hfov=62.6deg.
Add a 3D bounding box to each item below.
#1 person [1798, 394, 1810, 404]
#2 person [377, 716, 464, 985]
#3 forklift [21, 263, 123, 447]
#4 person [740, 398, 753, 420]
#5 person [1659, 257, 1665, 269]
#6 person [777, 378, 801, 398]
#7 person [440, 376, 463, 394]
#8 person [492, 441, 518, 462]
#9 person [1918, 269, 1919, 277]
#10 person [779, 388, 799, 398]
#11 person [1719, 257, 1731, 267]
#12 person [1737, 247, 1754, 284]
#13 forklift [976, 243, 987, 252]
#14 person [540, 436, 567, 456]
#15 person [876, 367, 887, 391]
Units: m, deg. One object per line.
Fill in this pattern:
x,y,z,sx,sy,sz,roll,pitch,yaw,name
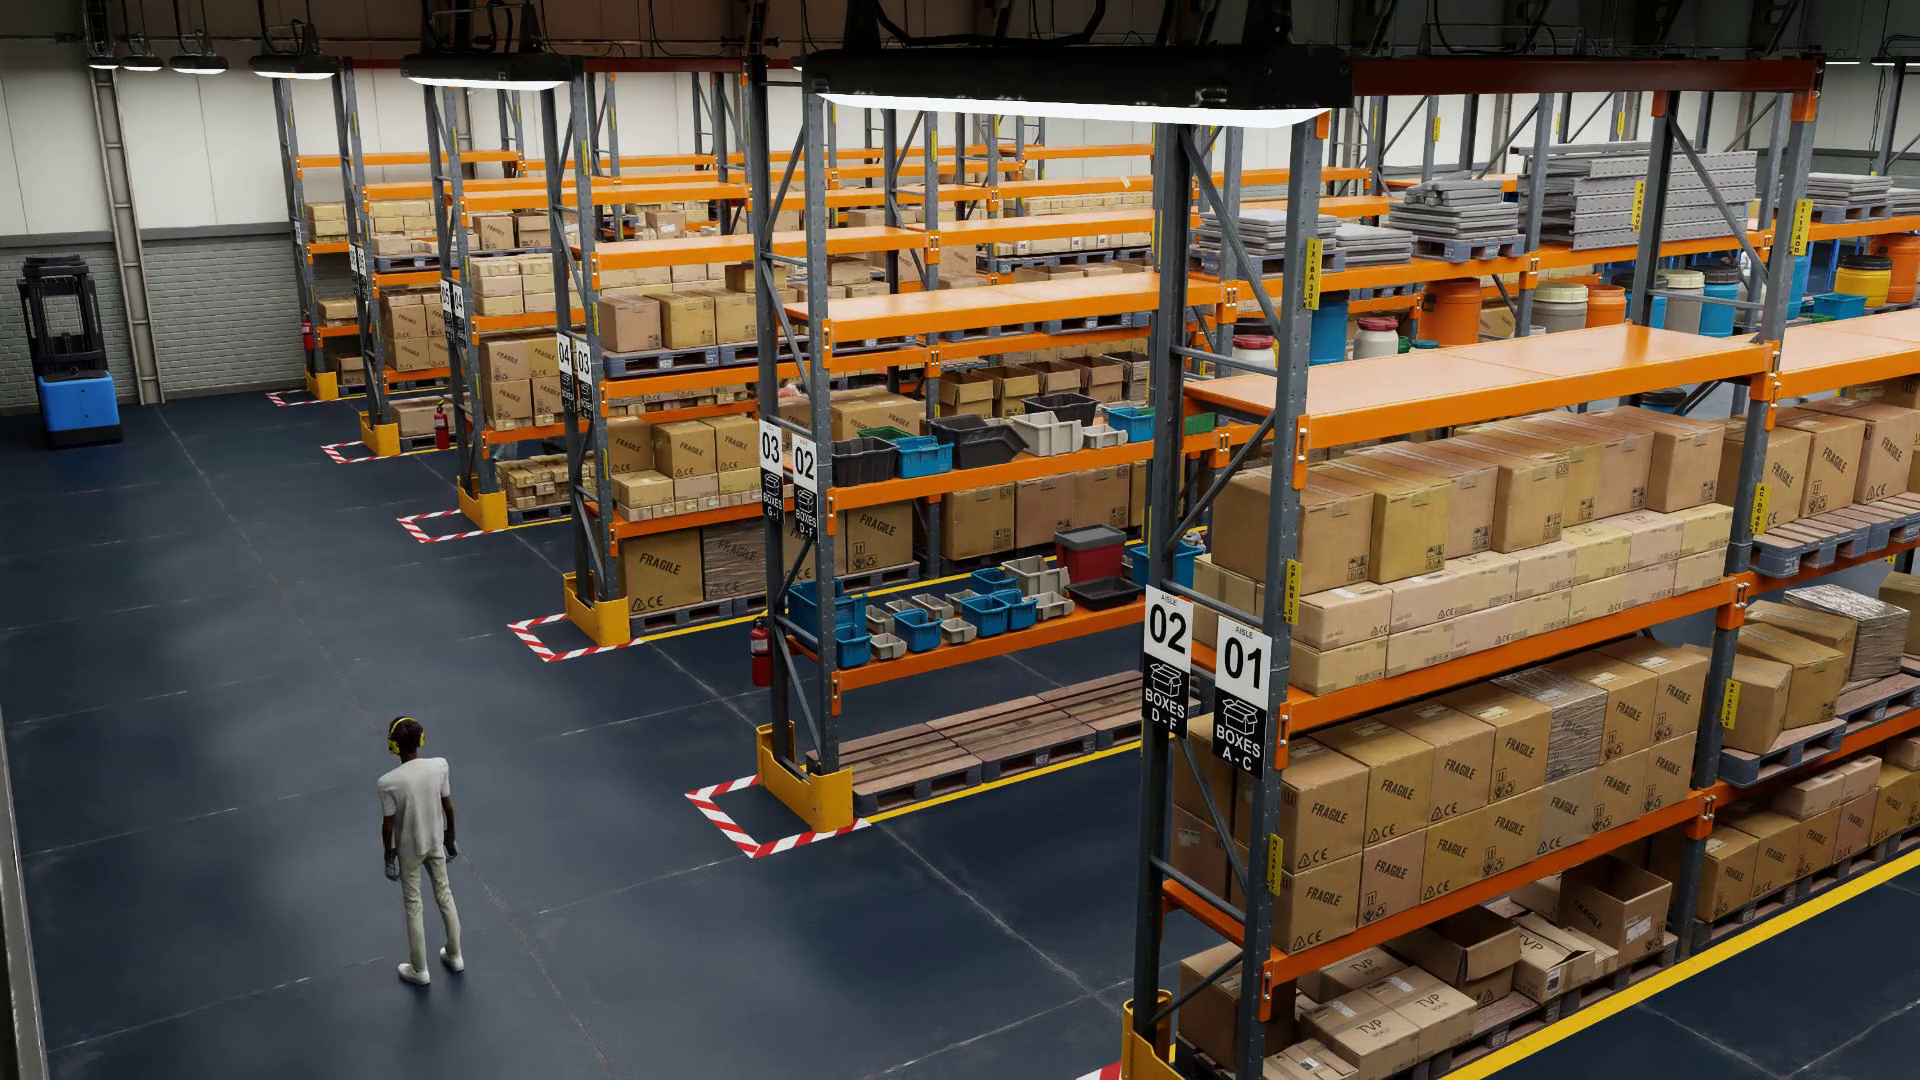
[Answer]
15.231,-3.269,28.052,0.626,1.810,0.639,-3,17,-10,person
-3.602,2.055,10.530,0.509,1.860,0.316,-16,23,-42,person
-14.518,-3.079,25.708,1.129,2.768,1.873,-10,20,-31,forklift
-3.414,-2.979,27.021,0.968,1.869,0.638,-11,20,-31,person
19.719,-8.282,44.539,0.524,1.794,0.945,1,17,2,person
-2.519,-1.500,22.084,0.767,1.910,0.643,-10,20,-30,person
-8.733,-2.810,26.888,0.565,1.609,0.519,-14,22,-39,person
-6.732,-1.948,23.567,0.440,1.907,0.611,-11,20,-32,person
22.046,-5.897,36.719,0.949,1.803,0.623,-2,17,-7,person
-2.223,-0.968,20.240,1.065,1.983,0.631,-2,17,-5,person
16.834,-5.327,34.791,0.604,1.826,0.631,1,17,4,person
18.900,-6.296,37.772,0.543,1.939,0.360,3,17,9,person
0.988,-5.474,34.718,1.214,2.155,2.313,-10,20,-31,forklift
-5.945,-1.782,23.040,0.672,1.909,0.550,-11,20,-31,person
-0.981,-1.575,22.385,1.040,1.868,0.557,-7,18,-23,person
